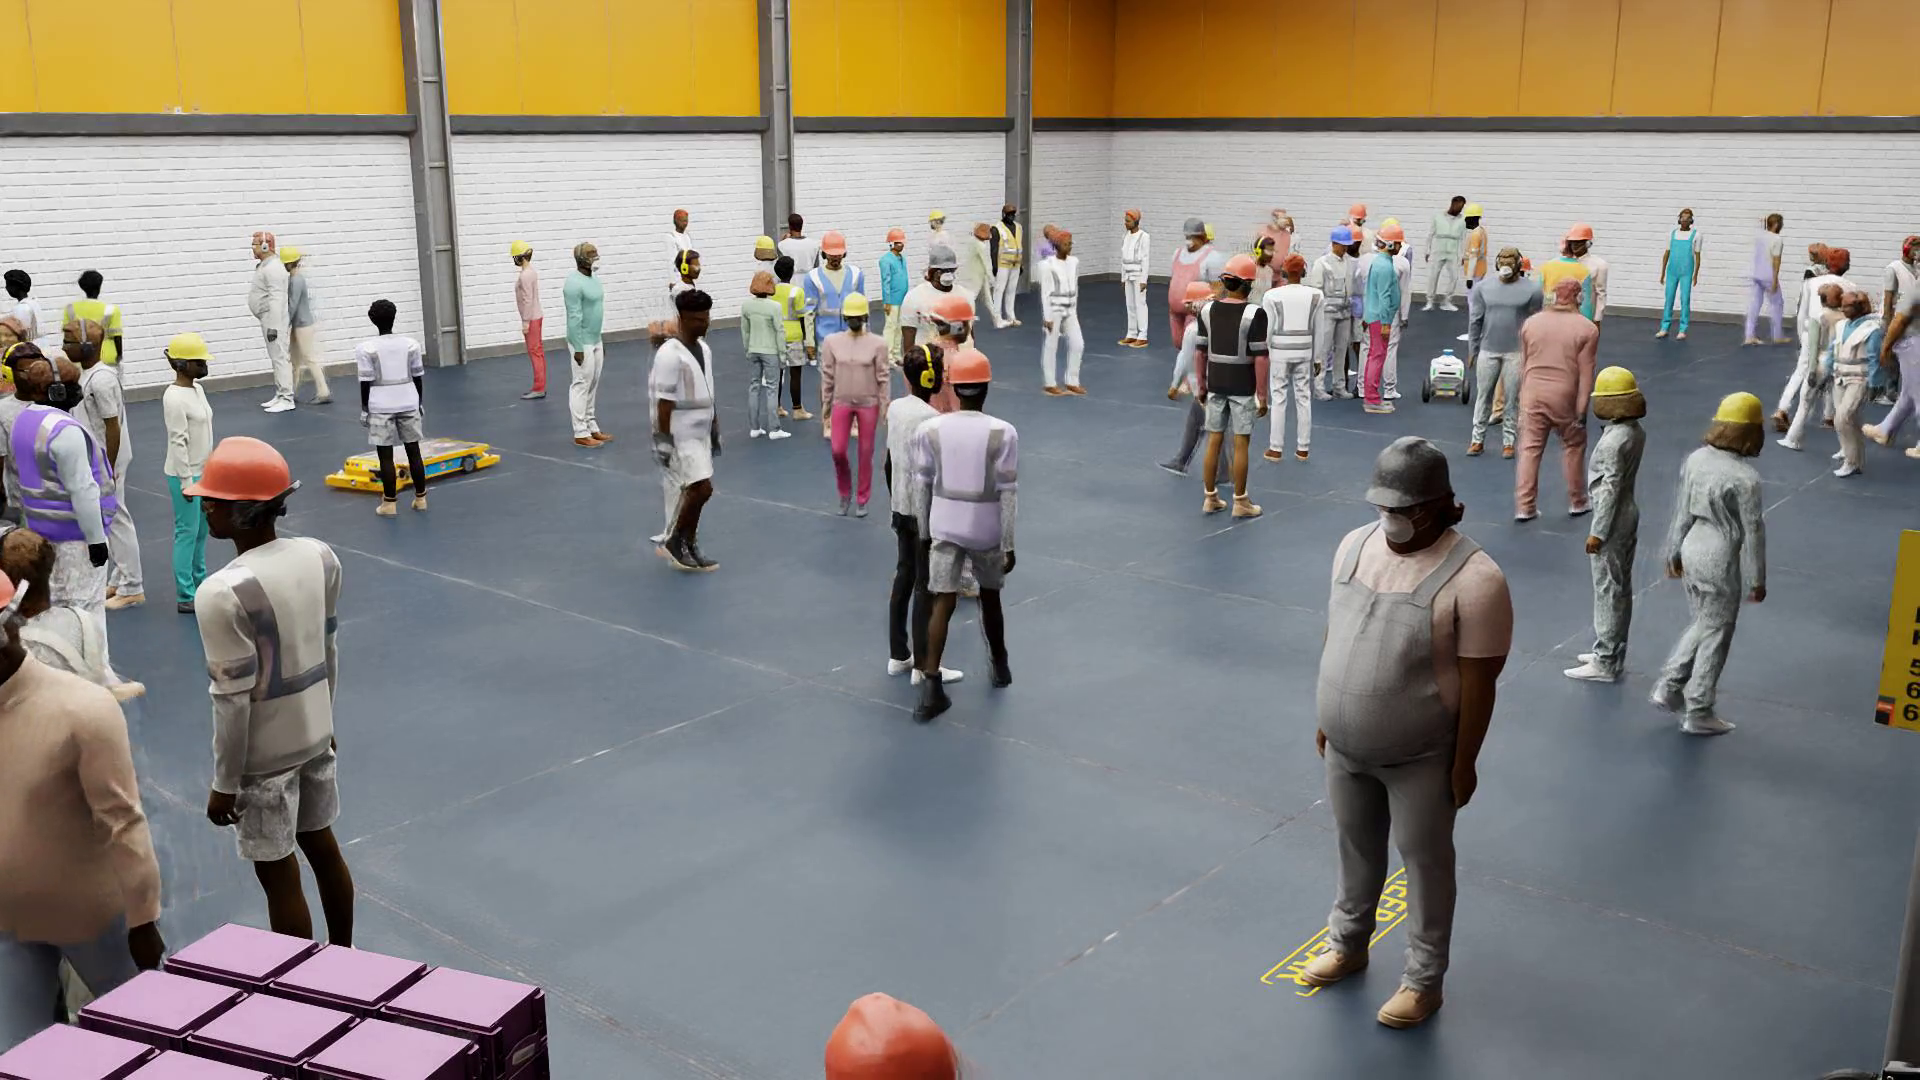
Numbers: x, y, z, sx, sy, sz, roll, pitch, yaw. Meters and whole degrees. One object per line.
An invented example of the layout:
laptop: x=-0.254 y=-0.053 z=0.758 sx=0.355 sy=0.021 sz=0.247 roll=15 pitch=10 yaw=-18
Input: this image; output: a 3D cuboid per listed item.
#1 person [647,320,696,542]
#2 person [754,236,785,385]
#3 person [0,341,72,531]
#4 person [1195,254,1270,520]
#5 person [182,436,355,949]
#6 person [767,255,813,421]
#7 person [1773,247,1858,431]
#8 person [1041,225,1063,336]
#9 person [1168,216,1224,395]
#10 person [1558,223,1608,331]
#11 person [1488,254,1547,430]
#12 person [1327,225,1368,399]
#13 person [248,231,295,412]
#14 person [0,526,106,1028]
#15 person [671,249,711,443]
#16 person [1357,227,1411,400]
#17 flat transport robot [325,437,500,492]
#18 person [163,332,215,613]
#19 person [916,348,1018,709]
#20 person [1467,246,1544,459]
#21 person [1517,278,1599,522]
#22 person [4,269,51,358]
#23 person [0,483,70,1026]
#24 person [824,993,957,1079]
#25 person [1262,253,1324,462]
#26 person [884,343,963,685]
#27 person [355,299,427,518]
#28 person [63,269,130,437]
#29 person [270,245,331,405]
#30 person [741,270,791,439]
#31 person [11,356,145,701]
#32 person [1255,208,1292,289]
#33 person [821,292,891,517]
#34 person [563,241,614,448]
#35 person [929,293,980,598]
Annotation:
person: x=-2.113 y=-0.797 z=12.194 sx=0.313 sy=1.631 sz=0.514 roll=2 pitch=14 yaw=10
person: x=-2.262 y=-2.687 z=19.514 sx=0.294 sy=1.744 sz=0.486 roll=7 pitch=16 yaw=26
person: x=-5.134 y=-0.187 z=9.302 sx=0.327 sy=1.861 sz=0.498 roll=8 pitch=16 yaw=29
person: x=2.124 y=-1.183 z=12.894 sx=0.616 sy=2.041 sz=0.382 roll=11 pitch=18 yaw=38
person: x=-2.271 y=0.667 z=5.499 sx=0.365 sy=2.048 sz=0.608 roll=3 pitch=14 yaw=12
person: x=-1.778 y=-2.077 z=17.165 sx=0.535 sy=1.700 sz=0.318 roll=8 pitch=16 yaw=30
person: x=8.536 y=-1.989 z=16.565 sx=1.006 sy=1.838 sz=0.590 roll=-9 pitch=17 yaw=-31
person: x=1.399 y=-3.761 z=24.093 sx=0.365 sy=1.600 sz=0.616 roll=10 pitch=17 yaw=34
person: x=2.704 y=-2.702 z=18.970 sx=0.756 sy=2.000 sz=0.682 roll=-11 pitch=18 yaw=-38
person: x=6.581 y=-2.384 z=17.794 sx=0.394 sy=1.994 sz=0.612 roll=-13 pitch=19 yaw=-42
person: x=5.559 y=-1.982 z=16.674 sx=0.339 sy=1.752 sz=0.564 roll=-12 pitch=18 yaw=-39
person: x=4.352 y=-2.542 z=18.570 sx=0.388 sy=1.929 sz=0.547 roll=-10 pitch=17 yaw=-35
person: x=-7.349 y=-2.325 z=17.736 sx=0.410 sy=1.909 sz=0.643 roll=-7 pitch=16 yaw=-25
person: x=-2.806 y=0.849 z=5.206 sx=0.349 sy=1.837 sz=0.502 roll=0 pitch=14 yaw=1
person: x=-2.541 y=-1.802 z=15.716 sx=0.328 sy=1.874 sz=0.512 roll=0 pitch=14 yaw=1
person: x=4.681 y=-2.508 z=18.473 sx=0.641 sy=1.906 sz=0.407 roll=7 pitch=16 yaw=27
flat transport robot: x=-4.736 y=-0.673 z=14.450 sx=0.652 sy=0.197 sz=1.431 roll=7 pitch=16 yaw=25
person: x=-4.788 y=-0.422 z=10.441 sx=0.349 sy=1.758 sz=0.522 roll=-2 pitch=14 yaw=-8
person: x=0.022 y=-0.042 z=8.739 sx=0.559 sy=1.924 sz=0.945 roll=3 pitch=14 yaw=14
person: x=4.970 y=-1.713 z=15.225 sx=0.630 sy=1.938 sz=0.366 roll=6 pitch=15 yaw=24
person: x=4.657 y=-1.089 z=12.888 sx=0.643 sy=1.863 sz=0.875 roll=13 pitch=19 yaw=42
person: x=-8.790 y=-1.715 z=15.746 sx=0.319 sy=1.688 sz=0.538 roll=-4 pitch=15 yaw=-16
person: x=-3.094 y=0.732 z=5.397 sx=0.367 sy=1.967 sz=0.601 roll=-4 pitch=15 yaw=-14
person: x=-0.030 y=1.567 z=2.559 sx=0.581 sy=1.722 sz=0.617 roll=-3 pitch=14 yaw=-11
person: x=2.996 y=-1.644 z=15.064 sx=0.584 sy=1.880 sz=0.337 roll=-1 pitch=14 yaw=-5
person: x=-0.217 y=-0.142 z=9.090 sx=0.319 sy=1.870 sz=0.521 roll=-9 pitch=17 yaw=-32
person: x=-4.425 y=-1.027 z=12.967 sx=0.540 sy=1.698 sz=0.317 roll=-12 pitch=19 yaw=-41
person: x=-8.232 y=-1.733 z=15.841 sx=0.535 sy=1.670 sz=0.737 roll=-3 pitch=14 yaw=-13
person: x=-7.218 y=-2.315 z=18.036 sx=0.646 sy=1.737 sz=0.555 roll=-6 pitch=15 yaw=-24
person: x=-1.894 y=-1.799 z=16.184 sx=0.500 sy=1.636 sz=0.280 roll=8 pitch=16 yaw=30
person: x=-4.669 y=-0.048 z=8.772 sx=0.626 sy=1.844 sz=0.429 roll=11 pitch=18 yaw=37
person: x=4.431 y=-3.766 z=23.631 sx=0.671 sy=1.869 sz=0.879 roll=-8 pitch=16 yaw=-30
person: x=-0.806 y=-1.029 z=12.852 sx=0.546 sy=1.751 sz=0.449 roll=0 pitch=14 yaw=2
person: x=-3.533 y=-1.852 z=15.781 sx=0.378 sy=1.940 sz=0.629 roll=2 pitch=14 yaw=9
person: x=-0.026 y=-0.585 z=10.639 sx=0.574 sy=1.972 sz=0.650 roll=-8 pitch=16 yaw=-28
